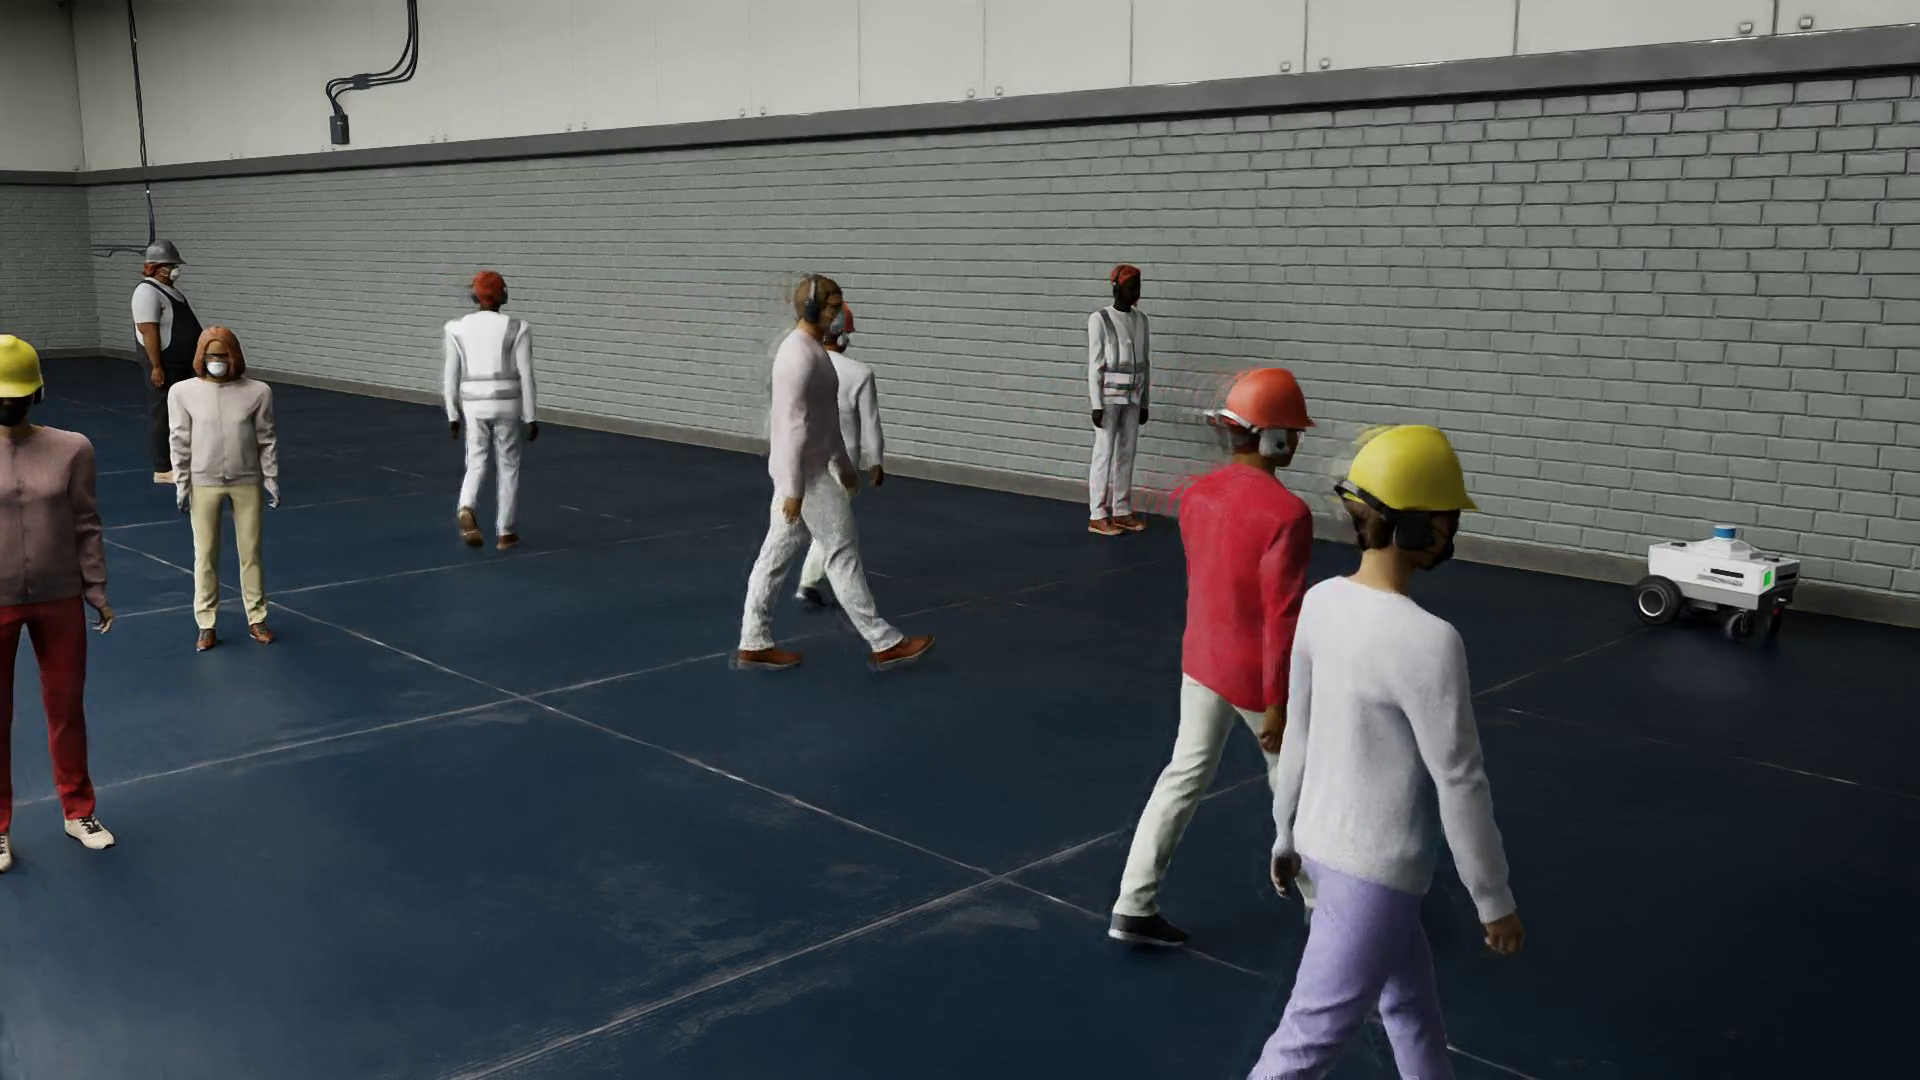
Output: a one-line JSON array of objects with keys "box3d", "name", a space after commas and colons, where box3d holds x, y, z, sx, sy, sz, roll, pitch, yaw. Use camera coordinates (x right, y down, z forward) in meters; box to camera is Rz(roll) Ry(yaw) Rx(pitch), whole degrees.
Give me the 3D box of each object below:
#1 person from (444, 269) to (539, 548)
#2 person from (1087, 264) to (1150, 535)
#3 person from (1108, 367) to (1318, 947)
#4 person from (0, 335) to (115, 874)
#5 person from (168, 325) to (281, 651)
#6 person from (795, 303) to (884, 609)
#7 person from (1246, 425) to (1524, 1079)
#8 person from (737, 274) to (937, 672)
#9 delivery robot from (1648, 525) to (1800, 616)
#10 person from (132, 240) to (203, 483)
[{"box3d": [-3.080, -0.827, 10.868, 0.598, 1.863, 0.669, 0, 10, 1], "name": "person"}, {"box3d": [1.113, -0.973, 11.613, 0.569, 1.878, 0.350, -8, 13, -39], "name": "person"}, {"box3d": [0.827, 0.352, 4.850, 0.914, 1.711, 0.577, -6, 12, -28], "name": "person"}, {"box3d": [-3.084, 0.206, 5.495, 0.524, 1.759, 0.328, -9, 14, -42], "name": "person"}, {"box3d": [-3.703, -0.266, 8.405, 0.498, 1.633, 0.285, -6, 12, -28], "name": "person"}, {"box3d": [-0.740, -0.487, 9.414, 0.577, 1.711, 0.886, 5, 11, 25], "name": "person"}, {"box3d": [0.839, 0.625, 3.330, 0.938, 1.714, 0.532, -2, 11, -12], "name": "person"}, {"box3d": [-0.621, -0.299, 7.869, 0.989, 1.886, 0.651, -1, 10, -6], "name": "person"}, {"box3d": [4.008, 0.165, 8.743, 0.477, 0.478, 0.707, -7, 13, -35], "name": "delivery robot"}, {"box3d": [-6.666, -1.514, 14.099, 0.535, 2.000, 0.685, -2, 11, -9], "name": "person"}]
